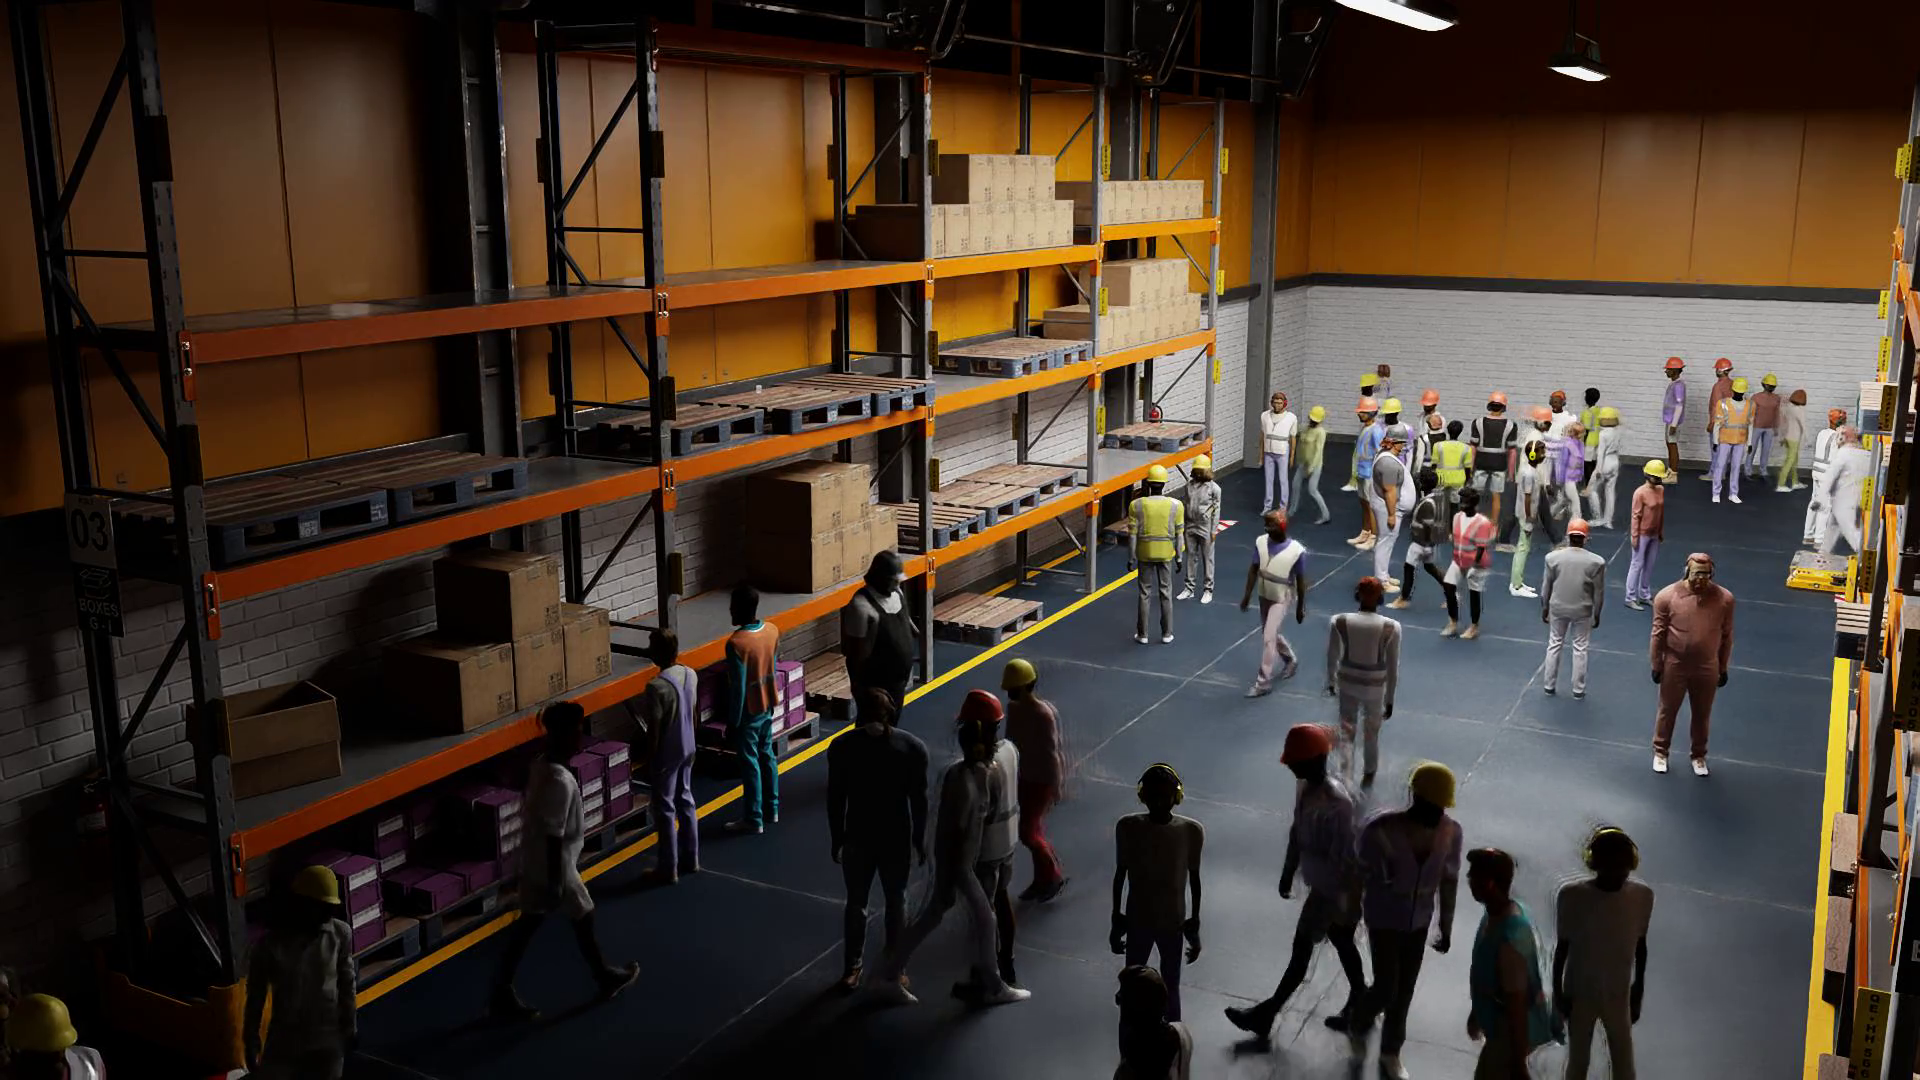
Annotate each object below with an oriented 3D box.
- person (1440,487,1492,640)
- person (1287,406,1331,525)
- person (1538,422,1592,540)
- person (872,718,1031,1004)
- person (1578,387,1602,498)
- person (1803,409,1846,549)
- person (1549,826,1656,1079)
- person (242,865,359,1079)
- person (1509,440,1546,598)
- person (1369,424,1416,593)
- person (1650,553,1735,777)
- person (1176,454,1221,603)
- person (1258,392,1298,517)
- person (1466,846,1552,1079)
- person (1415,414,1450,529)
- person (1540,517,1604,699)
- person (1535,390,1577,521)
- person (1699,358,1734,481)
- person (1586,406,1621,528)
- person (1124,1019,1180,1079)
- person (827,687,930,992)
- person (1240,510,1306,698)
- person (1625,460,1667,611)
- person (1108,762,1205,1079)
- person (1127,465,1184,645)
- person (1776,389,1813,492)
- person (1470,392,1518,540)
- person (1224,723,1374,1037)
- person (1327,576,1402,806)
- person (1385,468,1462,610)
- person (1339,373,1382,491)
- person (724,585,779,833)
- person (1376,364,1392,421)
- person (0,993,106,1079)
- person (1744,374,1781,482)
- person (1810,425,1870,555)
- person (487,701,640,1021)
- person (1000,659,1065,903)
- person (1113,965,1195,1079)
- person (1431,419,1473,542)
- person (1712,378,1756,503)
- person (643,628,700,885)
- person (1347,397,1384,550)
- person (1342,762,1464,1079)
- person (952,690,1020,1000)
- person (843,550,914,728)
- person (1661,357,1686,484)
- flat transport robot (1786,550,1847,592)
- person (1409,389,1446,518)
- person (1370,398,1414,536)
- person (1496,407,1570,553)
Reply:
[{"bbox_3d":[5.398,0.266,17.752,0.512,1.675,0.537,-8,15,-32],"label":"person"},{"bbox_3d":[4.967,-1.067,23.650,0.524,1.716,0.561,-6,14,-24],"label":"person"},{"bbox_3d":[8.368,-0.845,22.892,0.514,1.597,0.823,-11,17,-41],"label":"person"},{"bbox_3d":[-0.076,1.940,9.951,0.947,1.820,0.493,-2,13,-10],"label":"person"},{"bbox_3d":[9.697,-1.500,25.601,0.540,1.695,0.317,-12,17,-43],"label":"person"},{"bbox_3d":[11.546,-0.817,22.153,0.356,1.876,0.574,0,13,0],"label":"person"},{"bbox_3d":[3.170,2.295,8.276,0.511,1.846,0.528,1,13,5],"label":"person"},{"bbox_3d":[-3.237,2.417,8.065,0.648,1.708,0.314,-10,16,-37],"label":"person"},{"bbox_3d":[6.727,-0.262,19.671,0.312,1.869,0.536,3,13,15],"label":"person"},{"bbox_3d":[5.166,-0.395,19.876,0.535,2.000,0.683,2,13,8],"label":"person"},{"bbox_3d":[6.070,1.033,13.823,0.636,1.900,0.399,2,13,9],"label":"person"},{"bbox_3d":[2.790,-0.136,19.384,0.486,1.746,0.289,9,16,36],"label":"person"},{"bbox_3d":[4.603,-1.233,24.096,0.559,1.836,0.394,9,15,35],"label":"person"},{"bbox_3d":[2.621,2.373,8.009,0.482,1.803,0.606,4,13,16],"label":"person"},{"bbox_3d":[6.611,-0.947,23.256,0.511,1.639,0.308,-2,13,-11],"label":"person"},{"bbox_3d":[5.844,0.645,15.894,0.569,1.744,0.350,7,14,28],"label":"person"},{"bbox_3d":[8.553,-1.218,23.936,0.576,1.880,0.351,11,16,39],"label":"person"},{"bbox_3d":[12.302,-1.953,26.954,0.623,1.993,0.385,-11,16,-40],"label":"person"},{"bbox_3d":[9.054,-1.022,23.400,0.538,1.731,0.435,-8,15,-32],"label":"person"},{"bbox_3d":[0.757,2.729,6.676,0.532,1.694,0.320,6,14,24],"label":"person"},{"bbox_3d":[-0.498,1.824,10.175,0.629,1.940,0.378,0,13,2],"label":"person"},{"bbox_3d":[3.071,0.576,16.126,0.953,1.777,0.556,-9,15,-35],"label":"person"},{"bbox_3d":[7.870,-0.059,19.028,0.530,1.755,0.341,-9,15,-34],"label":"person"},{"bbox_3d":[1.065,2.107,9.064,0.507,1.872,0.329,1,13,7],"label":"person"},{"bbox_3d":[2.067,0.157,17.663,0.594,1.925,0.376,0,13,0],"label":"person"},{"bbox_3d":[13.126,-1.546,26.001,0.642,1.612,0.518,0,13,-1],"label":"person"},{"bbox_3d":[7.245,-1.009,22.663,0.613,2.031,0.403,4,13,18],"label":"person"},{"bbox_3d":[1.997,1.972,9.642,1.004,1.877,0.559,-1,13,-4],"label":"person"},{"bbox_3d":[3.220,1.178,13.322,0.578,1.824,1.021,4,13,18],"label":"person"},{"bbox_3d":[5.346,-0.001,18.960,0.792,1.672,0.535,6,14,24],"label":"person"},{"bbox_3d":[6.450,-1.677,25.973,0.851,1.893,0.587,-3,13,-14],"label":"person"},{"bbox_3d":[-1.577,1.282,12.648,0.377,1.916,0.600,6,14,25],"label":"person"},{"bbox_3d":[7.435,-2.274,29.208,0.313,1.635,0.517,4,13,19],"label":"person"},{"bbox_3d":[-3.639,2.665,6.679,0.403,1.824,0.596,8,15,32],"label":"person"},{"bbox_3d":[12.966,-1.805,26.828,0.526,1.760,0.340,-2,13,-7],"label":"person"},{"bbox_3d":[11.085,-0.485,20.722,0.728,1.857,0.955,-8,15,-33],"label":"person"},{"bbox_3d":[-2.416,1.907,9.880,0.945,1.915,0.613,-7,15,-30],"label":"person"},{"bbox_3d":[0.474,1.650,11.394,0.434,1.732,0.546,-7,14,-28],"label":"person"},{"bbox_3d":[0.768,2.614,6.855,0.349,1.842,0.505,8,15,32],"label":"person"},{"bbox_3d":[6.608,-0.788,22.431,0.569,1.686,0.443,2,13,11],"label":"person"},{"bbox_3d":[11.682,-1.504,25.121,0.585,1.917,0.381,1,13,6],"label":"person"},{"bbox_3d":[-2.047,1.519,11.782,0.348,1.836,0.517,6,14,27],"label":"person"},{"bbox_3d":[5.376,-0.880,22.044,0.393,2.041,0.614,-1,13,-5],"label":"person"},{"bbox_3d":[2.437,2.090,9.102,0.620,1.890,0.569,-3,13,-14],"label":"person"},{"bbox_3d":[0.150,1.843,10.114,0.387,1.929,0.543,6,14,25],"label":"person"},{"bbox_3d":[-0.630,1.028,13.508,0.540,2.000,0.697,8,15,32],"label":"person"},{"bbox_3d":[11.406,-1.919,26.696,0.393,2.041,0.614,4,13,17],"label":"person"},{"bbox_3d":[10.585,0.372,20.440,0.652,0.197,1.431,7,14,30],"label":"flat transport robot"},{"bbox_3d":[6.684,-1.209,23.805,0.391,1.922,0.567,-4,13,-17],"label":"person"},{"bbox_3d":[5.902,-0.993,22.817,0.590,1.923,0.383,7,15,30],"label":"person"},{"bbox_3d":[7.586,-0.766,21.752,1.059,1.931,0.615,5,14,21],"label":"person"}]
